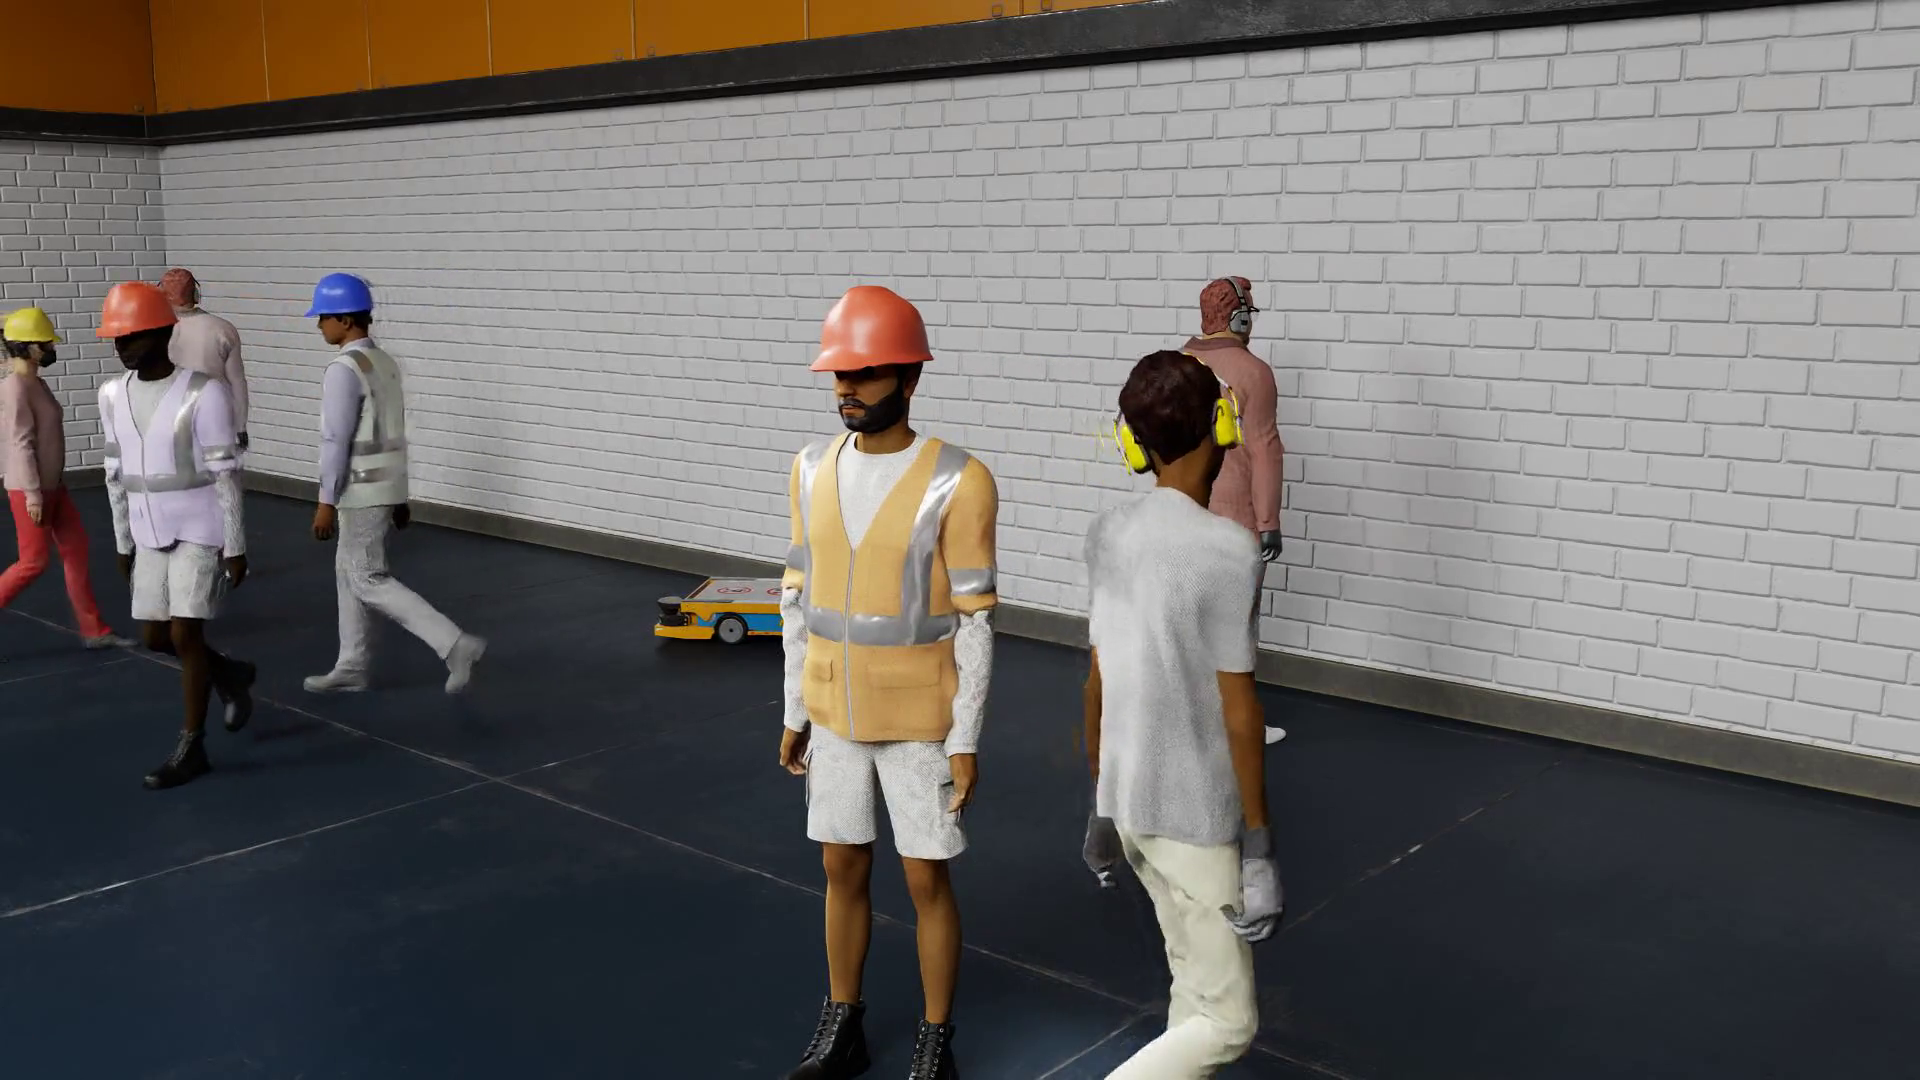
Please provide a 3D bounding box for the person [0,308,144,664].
[{"bbox_3d":[-4.542,-0.267,8.162,0.770,1.742,0.537,-3,10,-16],"label":"person"}]

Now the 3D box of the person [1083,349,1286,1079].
[{"bbox_3d":[0.362,0.554,3.218,0.643,1.833,0.547,-5,11,-26],"label":"person"}]

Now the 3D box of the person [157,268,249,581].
[{"bbox_3d":[-4.629,-0.677,10.036,0.639,1.903,0.406,-5,11,-26],"label":"person"}]

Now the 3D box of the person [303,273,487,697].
[{"bbox_3d":[-2.554,-0.217,7.383,0.822,1.921,0.611,-1,10,-4],"label":"person"}]

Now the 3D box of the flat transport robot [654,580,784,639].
[{"bbox_3d":[-0.825,0.362,8.753,1.431,0.197,0.652,1,10,5],"label":"flat transport robot"}]

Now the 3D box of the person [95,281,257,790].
[{"bbox_3d":[-2.968,-0.043,6.416,0.550,1.912,0.688,2,10,14],"label":"person"}]

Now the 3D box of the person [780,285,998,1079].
[{"bbox_3d":[-0.186,0.396,3.815,0.542,1.939,0.362,5,11,27],"label":"person"}]

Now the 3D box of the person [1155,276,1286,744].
[{"bbox_3d":[1.080,-0.115,6.815,0.407,1.910,0.640,-8,13,-38],"label":"person"}]
